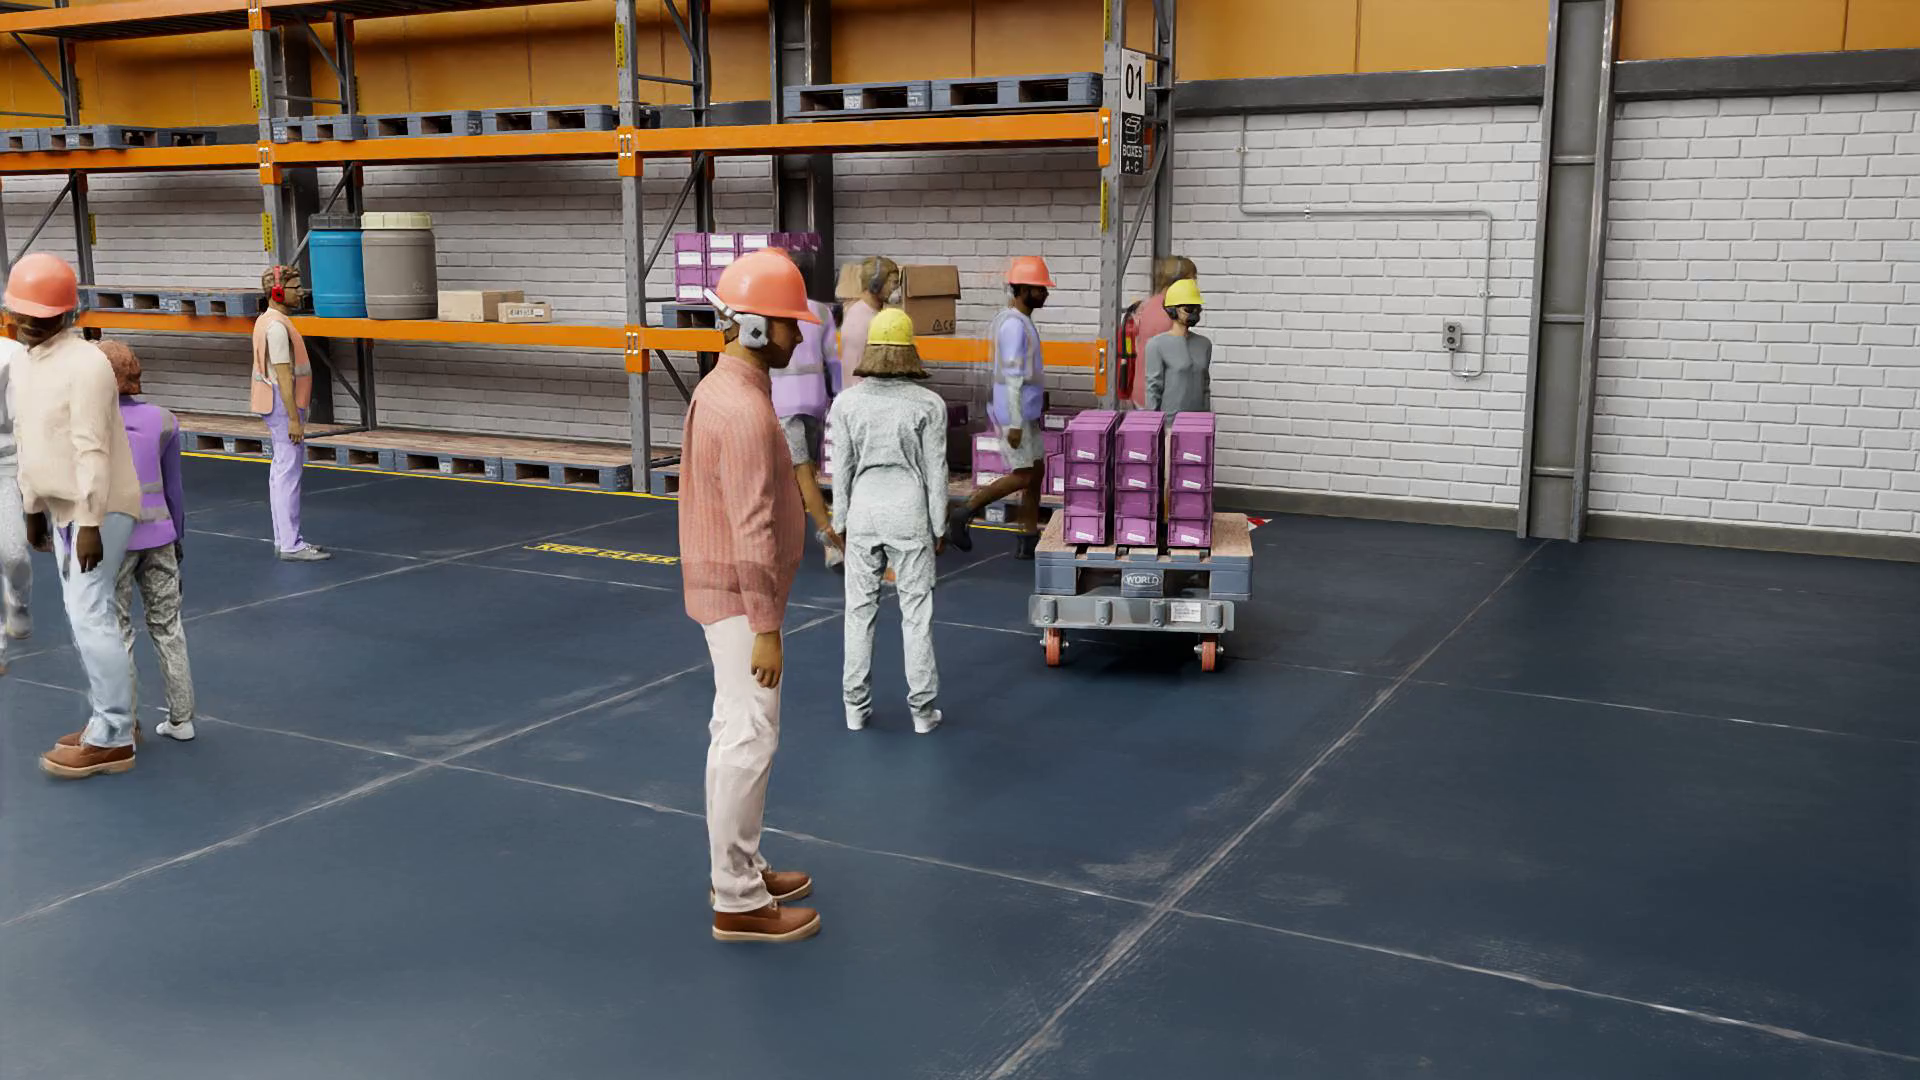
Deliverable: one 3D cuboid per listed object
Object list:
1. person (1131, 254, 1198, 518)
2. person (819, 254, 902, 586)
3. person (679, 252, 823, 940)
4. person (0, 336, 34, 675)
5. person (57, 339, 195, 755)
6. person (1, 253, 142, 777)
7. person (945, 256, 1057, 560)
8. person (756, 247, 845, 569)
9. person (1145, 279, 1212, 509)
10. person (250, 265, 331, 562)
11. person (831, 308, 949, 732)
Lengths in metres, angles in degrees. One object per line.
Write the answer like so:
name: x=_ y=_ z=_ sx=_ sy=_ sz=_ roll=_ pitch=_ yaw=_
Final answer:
person: x=1.275 y=-0.851 z=10.581 sx=0.486 sy=1.918 sz=0.649 roll=-1 pitch=10 yaw=-4
person: x=-0.523 y=-0.693 z=9.690 sx=0.542 sy=1.922 sz=0.655 roll=2 pitch=10 yaw=10
person: x=-0.592 y=0.175 z=4.791 sx=0.412 sy=1.980 sz=0.626 roll=-3 pitch=11 yaw=-14
person: x=-4.616 y=-0.318 z=7.813 sx=0.590 sy=1.864 sz=0.608 roll=-5 pitch=11 yaw=-25
person: x=-3.271 y=0.030 z=6.537 sx=0.316 sy=1.629 sz=0.509 roll=6 pitch=12 yaw=29
person: x=-3.389 y=-0.102 z=6.335 sx=0.656 sy=1.964 sz=0.461 roll=9 pitch=13 yaw=39
person: x=0.303 y=-0.797 z=10.311 sx=0.700 sy=1.918 sz=0.547 roll=2 pitch=10 yaw=9
person: x=-0.999 y=-0.818 z=10.295 sx=0.673 sy=1.969 sz=1.085 roll=-7 pitch=13 yaw=-35
person: x=1.334 y=-0.688 z=10.092 sx=0.527 sy=1.772 sz=0.306 roll=-8 pitch=13 yaw=-36
person: x=-4.225 y=-0.784 z=10.405 sx=0.389 sy=1.846 sz=0.566 roll=-5 pitch=12 yaw=-27
person: x=-0.285 y=-0.077 z=6.845 sx=0.488 sy=1.736 sz=0.329 roll=2 pitch=11 yaw=11
